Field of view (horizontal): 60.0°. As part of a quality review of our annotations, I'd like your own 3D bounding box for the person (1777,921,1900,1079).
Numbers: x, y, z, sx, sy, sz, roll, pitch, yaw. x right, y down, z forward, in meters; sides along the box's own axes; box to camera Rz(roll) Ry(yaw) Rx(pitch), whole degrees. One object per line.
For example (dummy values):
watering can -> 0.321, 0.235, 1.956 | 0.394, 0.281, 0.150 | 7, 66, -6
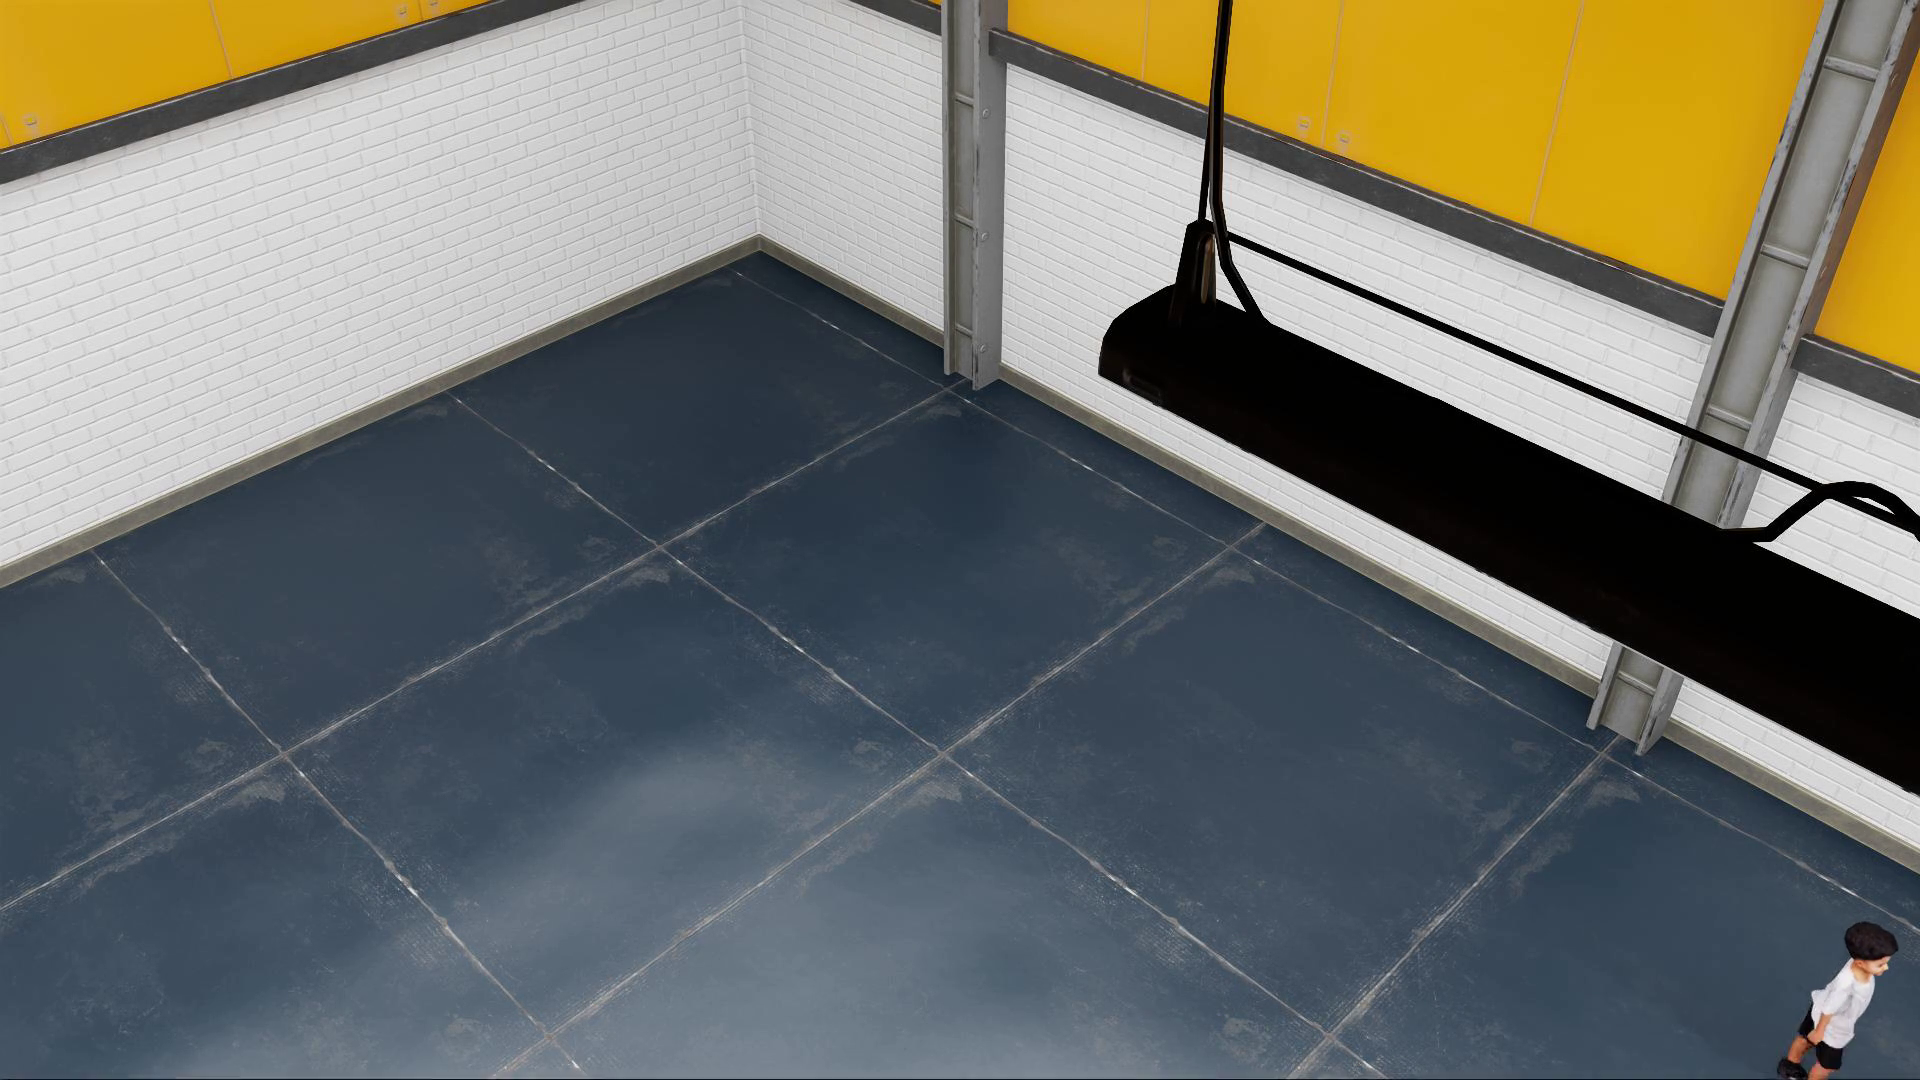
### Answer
person -> 4.388, 2.363, 8.452 | 0.582, 1.254, 0.506 | 30, 48, 32
